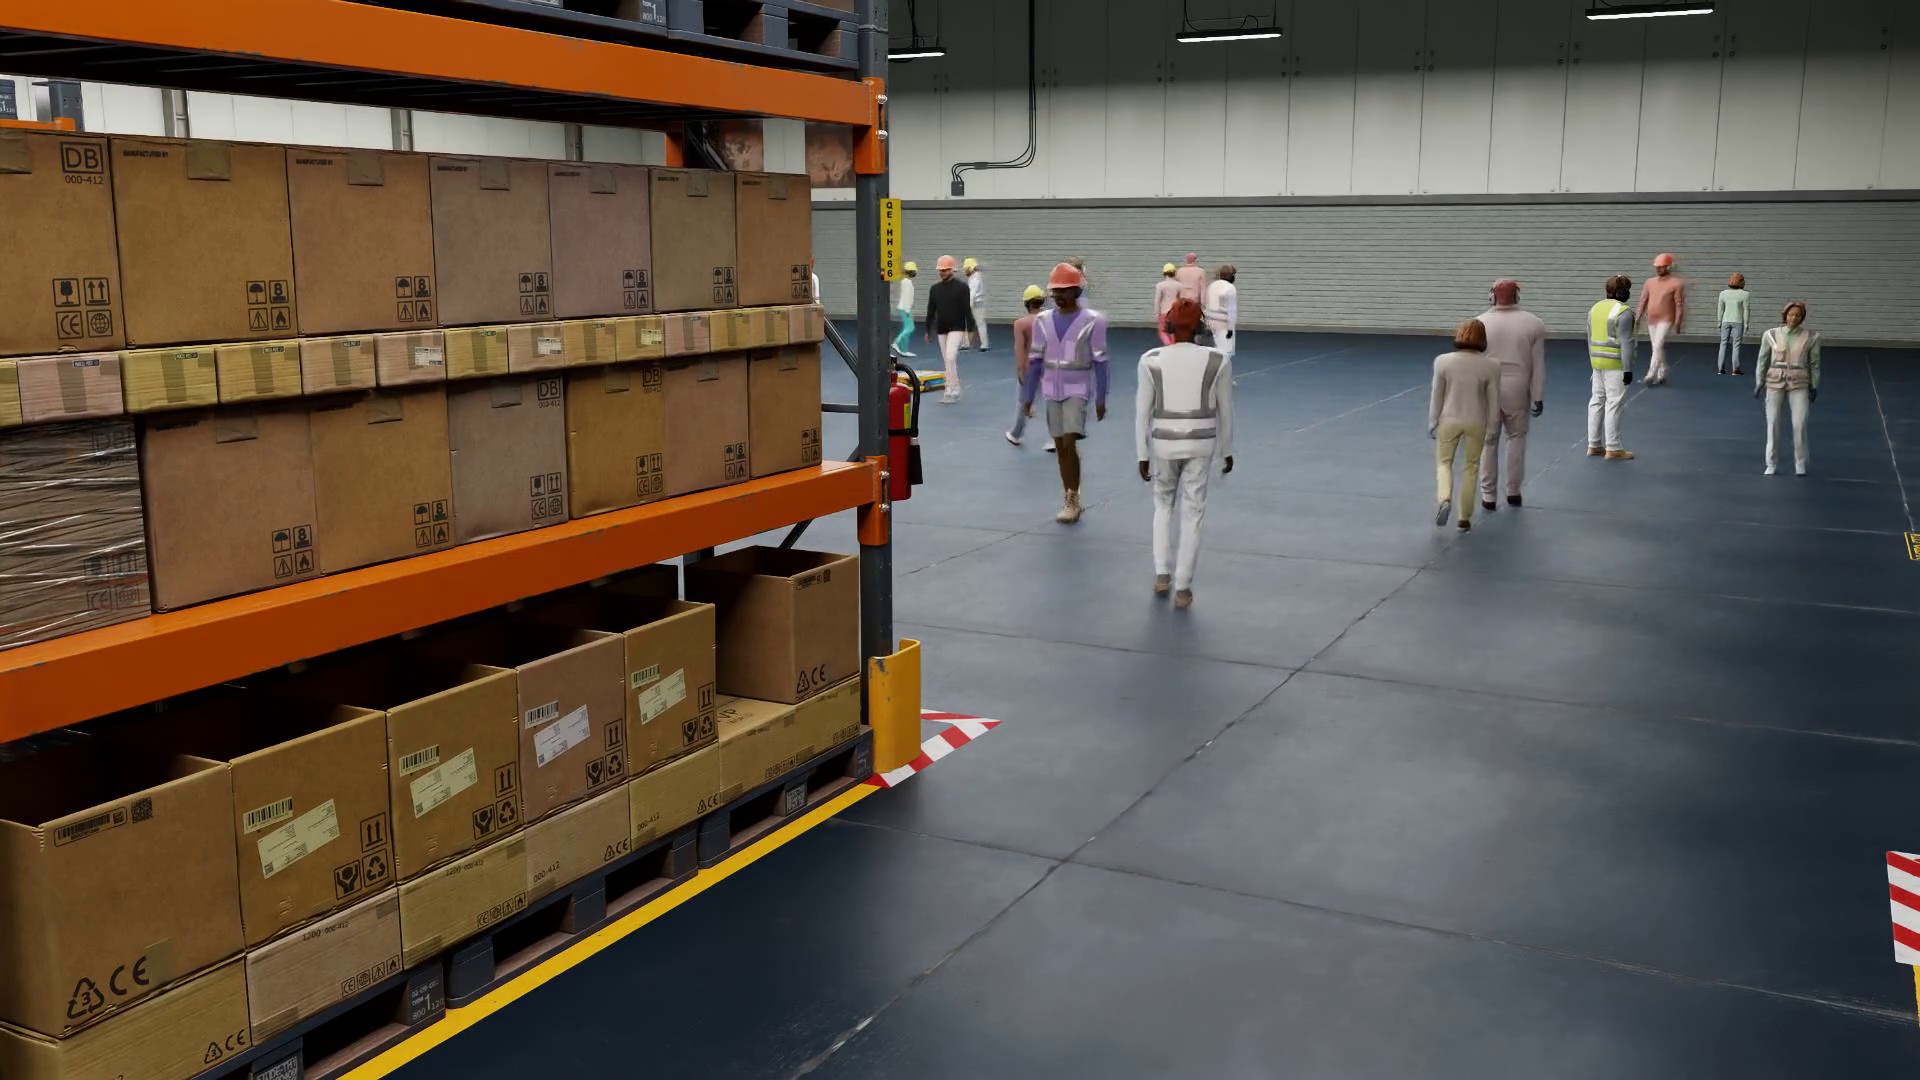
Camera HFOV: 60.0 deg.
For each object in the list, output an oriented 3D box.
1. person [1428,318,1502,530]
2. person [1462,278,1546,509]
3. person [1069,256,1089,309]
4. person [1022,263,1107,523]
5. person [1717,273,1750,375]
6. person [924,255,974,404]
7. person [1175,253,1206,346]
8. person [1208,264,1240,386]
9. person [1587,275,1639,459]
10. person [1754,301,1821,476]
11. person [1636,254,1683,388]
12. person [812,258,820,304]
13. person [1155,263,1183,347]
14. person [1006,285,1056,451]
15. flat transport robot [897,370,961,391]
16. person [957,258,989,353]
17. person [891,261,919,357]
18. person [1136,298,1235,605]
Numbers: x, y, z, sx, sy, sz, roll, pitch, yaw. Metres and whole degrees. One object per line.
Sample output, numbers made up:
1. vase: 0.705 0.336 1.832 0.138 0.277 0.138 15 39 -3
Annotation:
1. person: 3.807 -0.862 12.573 0.530 1.621 0.397 4 11 20
2. person: 4.469 -1.216 13.770 0.679 1.887 0.704 3 11 16
3. person: 1.721 -3.244 24.712 0.372 1.940 0.632 -5 12 -27
4. person: 0.789 -1.125 12.924 0.623 2.019 0.615 7 12 32
5. person: 12.471 -3.478 26.818 0.278 1.633 0.507 -9 14 -41
6. person: -0.212 -2.777 22.072 0.661 1.963 0.818 7 12 32
7. person: 4.628 -4.756 33.109 0.680 1.872 0.863 5 11 25
8. person: 3.839 -3.162 24.597 0.642 1.818 0.625 -5 11 -25
9. person: 6.582 -1.737 16.762 0.429 1.844 0.625 -3 11 -15
10. person: 7.736 -1.413 15.569 0.536 1.636 0.380 6 12 31
11. person: 10.264 -3.233 24.603 0.939 1.954 0.623 -6 12 -28
12. person: -2.543 -3.833 28.071 0.341 1.883 0.587 1 10 7
13. person: 3.706 -4.000 29.339 0.529 1.757 0.517 -3 11 -16
14. person: 0.787 -1.802 17.462 0.529 1.719 0.921 -3 11 -18
15. flat transport robot: -0.608 -2.327 24.262 0.652 0.197 1.431 6 12 28
16. person: 0.201 -4.442 31.624 0.788 1.787 0.627 0 10 0
17. person: -0.978 -4.249 30.663 0.440 1.754 0.566 0 10 -1
18. person: 1.397 -0.556 10.276 0.583 1.858 0.741 3 11 13
